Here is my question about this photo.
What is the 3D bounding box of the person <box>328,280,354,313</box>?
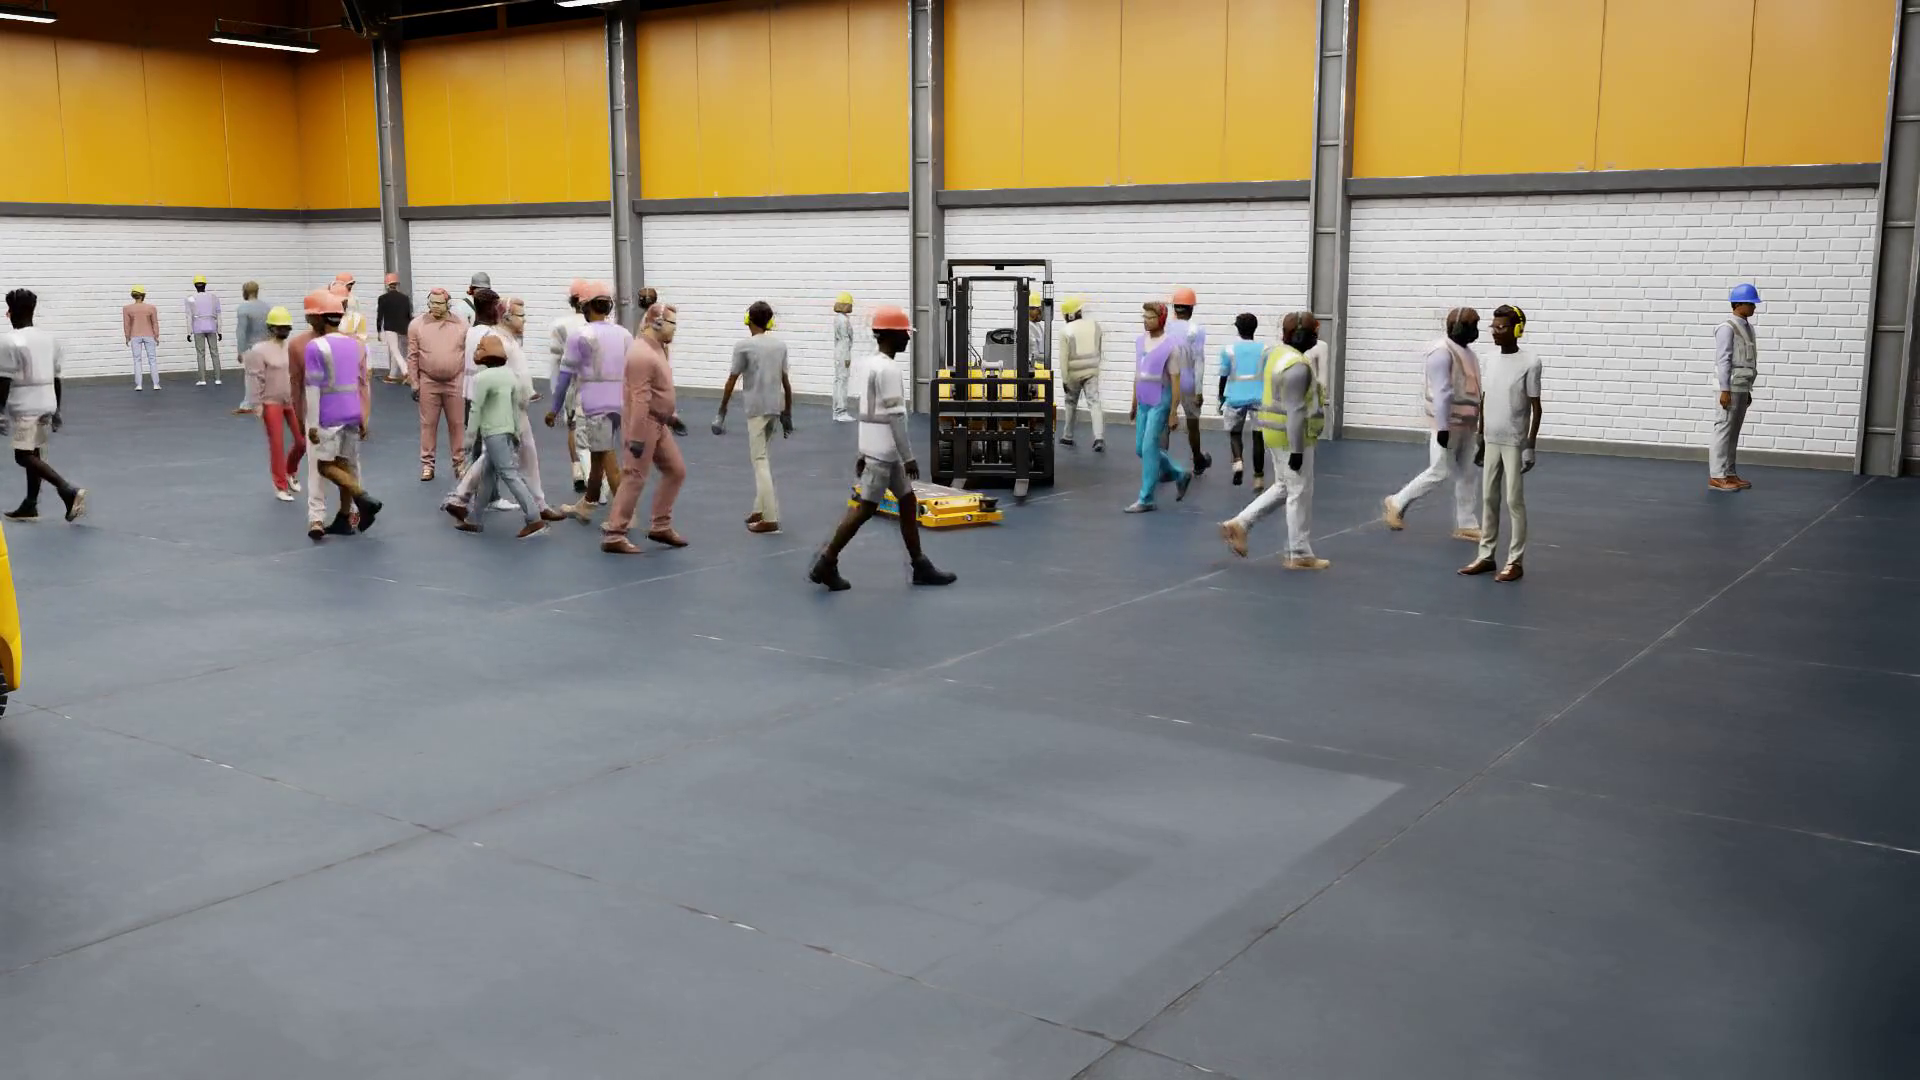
[{"bbox_3d":[-8.004,-2.394,21.521,0.400,1.910,0.643,3,10,19],"label":"person"}]

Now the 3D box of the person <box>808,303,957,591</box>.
[{"bbox_3d":[-0.543,-0.598,10.897,0.992,1.897,0.544,-2,10,-10],"label":"person"}]

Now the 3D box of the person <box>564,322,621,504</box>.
[{"bbox_3d":[-3.193,-1.094,14.599,0.515,1.628,0.539,-4,10,-22],"label":"person"}]

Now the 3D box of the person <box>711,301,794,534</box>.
[{"bbox_3d":[-1.660,-0.977,13.260,0.655,1.838,0.558,8,12,39],"label":"person"}]

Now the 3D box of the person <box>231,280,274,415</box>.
[{"bbox_3d":[-9.757,-2.659,23.129,0.968,1.903,0.639,2,10,13],"label":"person"}]

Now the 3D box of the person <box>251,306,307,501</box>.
[{"bbox_3d":[-6.126,-1.225,15.023,0.537,1.758,0.424,-9,13,-44],"label":"person"}]

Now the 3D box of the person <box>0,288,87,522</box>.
[{"bbox_3d":[-7.570,-1.090,13.635,0.818,1.944,0.615,1,10,9],"label":"person"}]

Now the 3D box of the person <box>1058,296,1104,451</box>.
[{"bbox_3d":[1.390,-1.898,19.027,0.597,1.764,0.949,-3,10,-19],"label":"person"}]

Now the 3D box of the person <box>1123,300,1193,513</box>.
[{"bbox_3d":[1.724,-1.154,14.362,0.692,1.830,0.574,-5,11,-25],"label":"person"}]

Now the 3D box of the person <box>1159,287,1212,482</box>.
[{"bbox_3d":[2.215,-1.540,16.476,0.569,1.888,0.957,6,11,31],"label":"person"}]

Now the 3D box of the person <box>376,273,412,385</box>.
[{"bbox_3d":[-9.872,-3.693,29.143,1.007,1.956,0.625,7,12,38],"label":"person"}]

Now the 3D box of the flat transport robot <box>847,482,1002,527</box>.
[{"bbox_3d":[-0.316,-0.319,14.021,0.652,0.197,1.431,-6,11,-33],"label":"flat transport robot"}]

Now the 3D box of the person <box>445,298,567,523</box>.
[{"bbox_3d":[-3.789,-1.060,13.685,0.938,1.871,0.645,0,10,-2],"label":"person"}]

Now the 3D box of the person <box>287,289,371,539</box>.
[{"bbox_3d":[-4.957,-0.996,13.126,0.615,1.941,1.018,-2,10,-14],"label":"person"}]

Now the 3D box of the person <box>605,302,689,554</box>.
[{"bbox_3d":[-2.325,-0.831,12.380,0.702,1.854,0.663,0,10,-1],"label":"person"}]

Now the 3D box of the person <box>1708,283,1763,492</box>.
[{"bbox_3d":[7.312,-1.437,15.696,0.390,1.948,0.607,9,13,43],"label":"person"}]

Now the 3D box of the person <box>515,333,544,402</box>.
[{"bbox_3d":[-6.826,-2.892,25.446,0.870,1.581,0.518,5,11,28],"label":"person"}]

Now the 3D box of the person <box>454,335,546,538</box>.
[{"bbox_3d":[-3.624,-0.810,13.045,0.864,1.584,0.540,3,10,15],"label":"person"}]

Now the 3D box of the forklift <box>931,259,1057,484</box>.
[{"bbox_3d":[0.370,-1.738,16.759,1.214,2.155,2.313,1,10,3],"label":"forklift"}]

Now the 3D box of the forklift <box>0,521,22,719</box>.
[{"bbox_3d":[-5.296,-0.090,6.943,1.214,2.155,2.313,7,12,35],"label":"forklift"}]

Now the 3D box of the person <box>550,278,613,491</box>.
[{"bbox_3d":[-3.586,-1.484,15.823,0.619,2.002,1.008,-1,10,-9],"label":"person"}]

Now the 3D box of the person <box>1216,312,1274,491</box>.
[{"bbox_3d":[2.712,-1.301,15.668,0.595,1.674,0.421,2,10,10],"label":"person"}]

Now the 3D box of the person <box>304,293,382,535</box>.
[{"bbox_3d":[-4.814,-0.962,12.985,0.653,1.911,0.578,5,11,27],"label":"person"}]

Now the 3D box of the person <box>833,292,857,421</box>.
[{"bbox_3d":[-1.559,-2.481,22.526,0.314,1.741,0.494,-3,10,-16],"label":"person"}]

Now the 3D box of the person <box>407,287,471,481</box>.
[{"bbox_3d":[-5.110,-1.534,16.417,0.636,1.903,0.404,-3,10,-20],"label":"person"}]

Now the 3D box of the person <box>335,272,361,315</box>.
[{"bbox_3d":[-9.160,-3.012,24.938,0.396,1.992,0.622,-1,10,-6],"label":"person"}]

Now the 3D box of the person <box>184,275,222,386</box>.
[{"bbox_3d":[-13.133,-3.637,28.893,0.585,1.917,0.382,-7,12,-36],"label":"person"}]

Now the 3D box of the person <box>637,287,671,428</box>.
[{"bbox_3d":[-3.979,-2.320,21.325,0.550,1.822,0.654,-1,10,-7],"label":"person"}]

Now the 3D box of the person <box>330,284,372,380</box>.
[{"bbox_3d":[-7.259,-2.071,19.655,0.563,1.881,1.002,-4,10,-23],"label":"person"}]

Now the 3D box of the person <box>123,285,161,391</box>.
[{"bbox_3d":[-13.636,-3.364,27.720,0.526,1.765,0.329,-5,11,-25],"label":"person"}]

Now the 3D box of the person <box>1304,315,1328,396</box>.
[{"bbox_3d":[3.570,-1.550,17.350,0.512,1.623,0.388,5,11,28],"label":"person"}]

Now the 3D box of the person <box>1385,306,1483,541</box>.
[{"bbox_3d":[3.755,-0.899,12.888,0.758,1.817,0.632,9,13,42],"label":"person"}]

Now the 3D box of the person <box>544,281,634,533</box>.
[{"bbox_3d":[-2.974,-1.066,13.361,1.003,1.992,0.631,6,11,31],"label":"person"}]

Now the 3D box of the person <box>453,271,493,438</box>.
[{"bbox_3d":[-5.836,-2.275,20.414,0.535,2.000,0.684,5,11,30],"label":"person"}]

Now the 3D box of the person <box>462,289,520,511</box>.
[{"bbox_3d":[-4.104,-1.211,14.437,0.380,1.918,0.596,-5,11,-29],"label":"person"}]

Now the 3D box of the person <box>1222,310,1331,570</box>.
[{"bbox_3d":[2.246,-0.692,11.636,0.660,1.829,0.630,0,10,-1],"label":"person"}]

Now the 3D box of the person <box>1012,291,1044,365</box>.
[{"bbox_3d":[0.790,-1.833,18.398,0.404,1.830,0.603,4,10,24],"label":"person"}]

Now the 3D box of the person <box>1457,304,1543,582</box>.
[{"bbox_3d":[3.681,-0.651,11.245,0.333,1.872,0.515,-6,11,-30],"label":"person"}]
